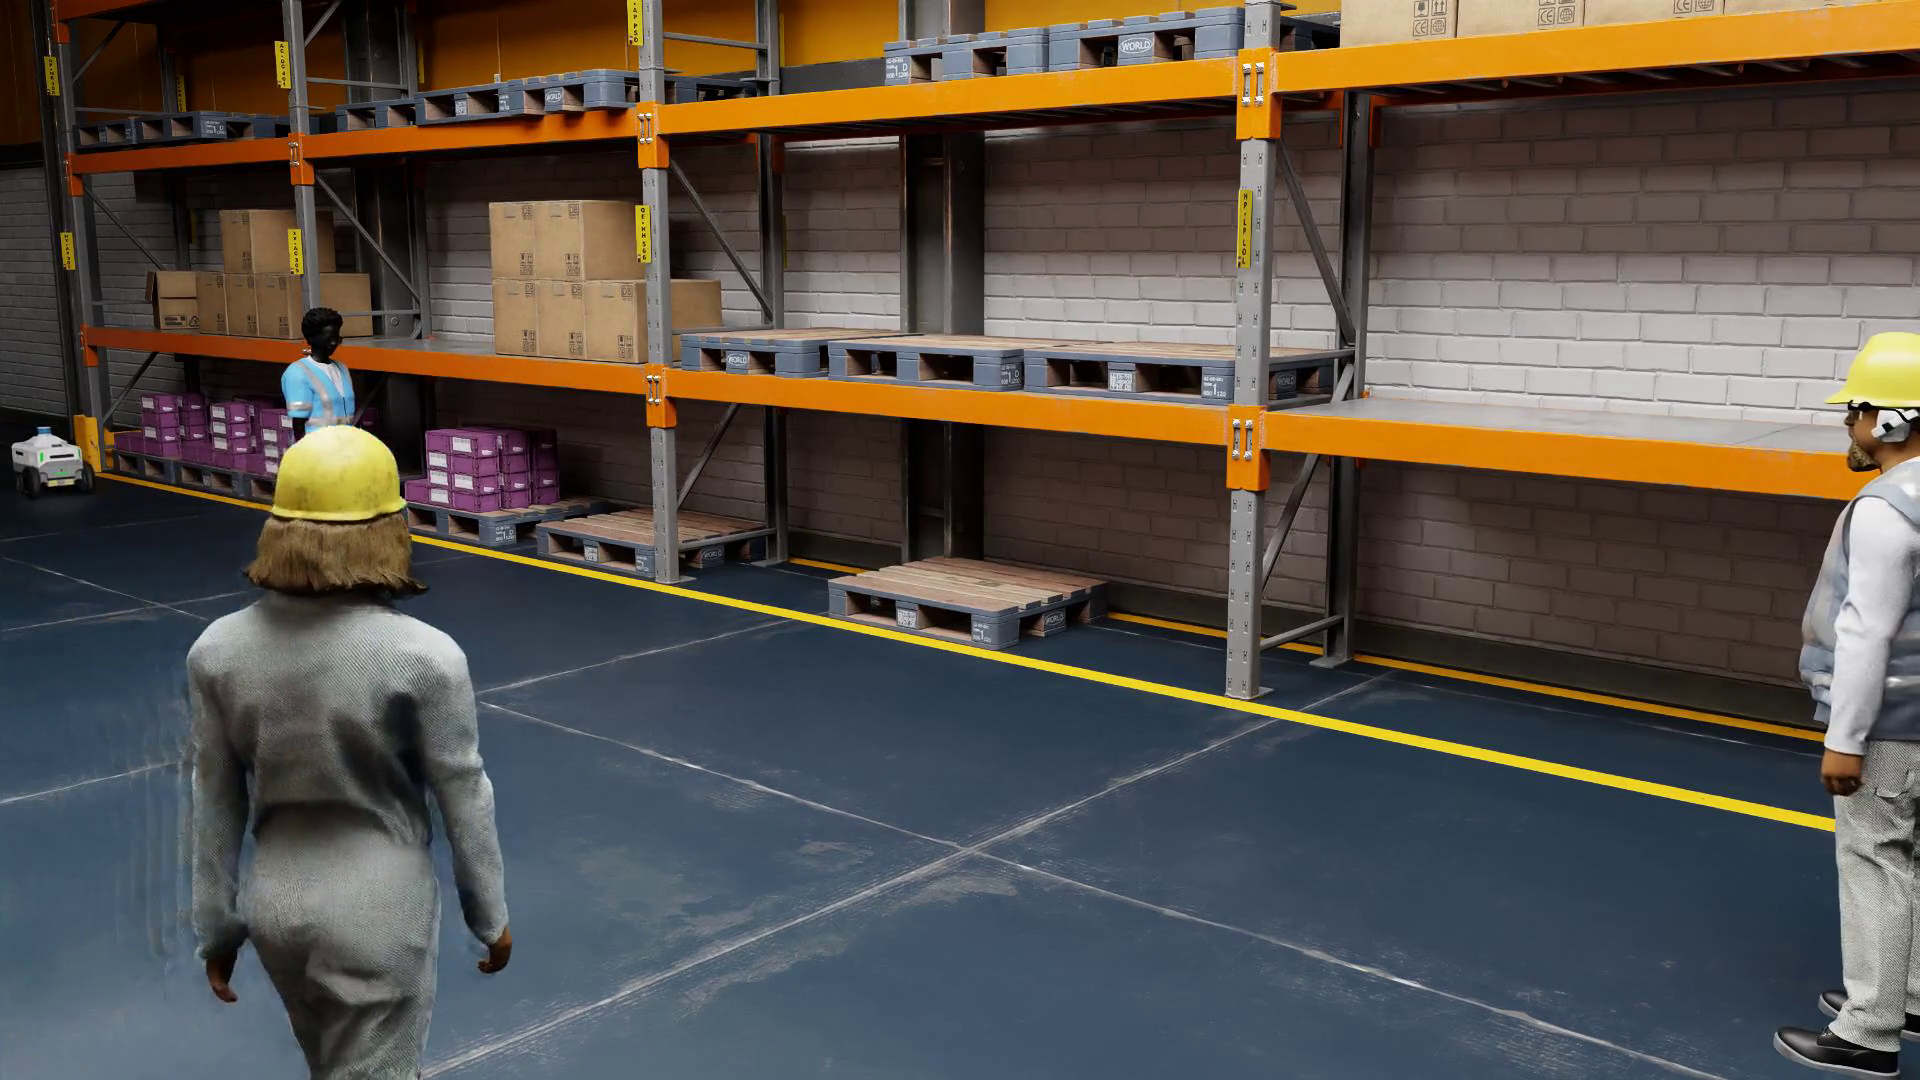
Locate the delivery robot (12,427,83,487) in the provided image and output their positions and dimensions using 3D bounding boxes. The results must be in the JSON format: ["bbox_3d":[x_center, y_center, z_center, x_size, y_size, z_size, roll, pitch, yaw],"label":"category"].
[{"bbox_3d":[-7.497,-0.687,13.651,0.707,0.478,0.477,9,14,43],"label":"delivery robot"}]

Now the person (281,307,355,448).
[{"bbox_3d":[-3.600,-0.468,9.437,0.321,1.693,0.530,2,10,12],"label":"person"}]

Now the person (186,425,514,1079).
[{"bbox_3d":[-1.046,0.649,2.989,0.500,1.713,0.717,2,10,9],"label":"person"}]

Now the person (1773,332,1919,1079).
[{"bbox_3d":[2.282,0.407,4.097,0.591,1.823,0.405,-9,14,-42],"label":"person"}]
